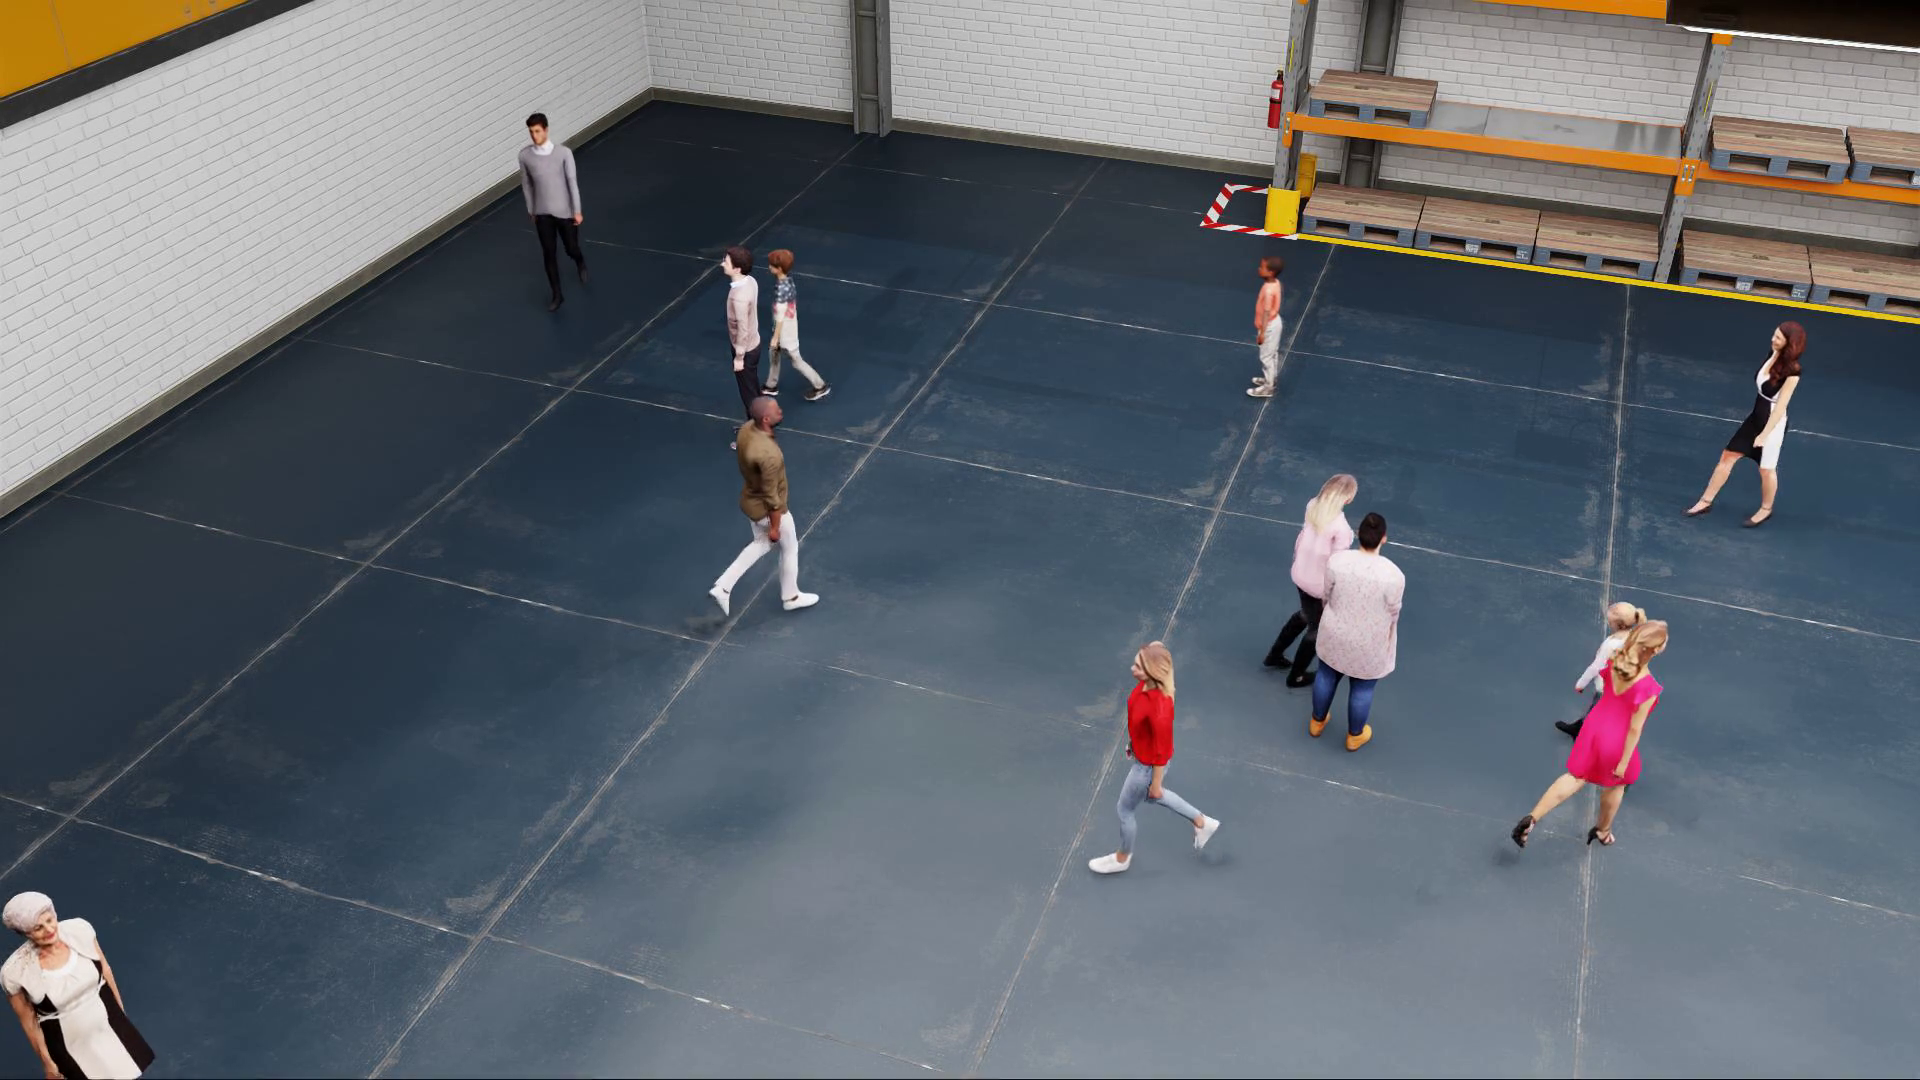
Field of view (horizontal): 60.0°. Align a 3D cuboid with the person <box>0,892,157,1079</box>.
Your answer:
[{"bbox_3d":[-4.284,2.321,8.018,0.798,1.745,0.727,24,40,31],"label":"person"}]

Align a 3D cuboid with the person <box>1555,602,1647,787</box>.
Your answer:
[{"bbox_3d":[4.160,0.977,10.494,0.806,1.242,0.955,-20,39,-27],"label":"person"}]

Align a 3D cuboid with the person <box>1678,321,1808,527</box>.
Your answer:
[{"bbox_3d":[6.265,-0.854,12.771,1.061,1.771,0.871,-2,34,-4],"label":"person"}]

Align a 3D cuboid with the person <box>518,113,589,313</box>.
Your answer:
[{"bbox_3d":[-3.935,-3.246,16.256,1.130,1.896,1.023,1,34,1],"label":"person"}]

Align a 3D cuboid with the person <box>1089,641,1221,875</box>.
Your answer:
[{"bbox_3d":[1.169,1.274,9.647,1.093,1.685,0.843,-1,34,-2],"label":"person"}]

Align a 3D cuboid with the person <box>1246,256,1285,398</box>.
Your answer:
[{"bbox_3d":[2.757,-1.908,14.778,0.465,1.305,0.475,11,35,16],"label":"person"}]

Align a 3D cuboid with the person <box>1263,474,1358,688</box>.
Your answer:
[{"bbox_3d":[2.343,0.289,11.150,0.840,1.662,0.781,-11,35,-16],"label":"person"}]

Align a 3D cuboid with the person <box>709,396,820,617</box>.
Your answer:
[{"bbox_3d":[-1.439,-0.198,11.766,1.133,1.791,1.108,-17,37,-24],"label":"person"}]

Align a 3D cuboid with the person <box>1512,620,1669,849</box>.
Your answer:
[{"bbox_3d":[3.729,1.190,9.762,1.047,1.697,0.950,-11,35,-16],"label":"person"}]

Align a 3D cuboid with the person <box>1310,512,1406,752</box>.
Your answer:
[{"bbox_3d":[2.526,0.576,10.646,0.641,1.741,0.803,20,38,27],"label":"person"}]

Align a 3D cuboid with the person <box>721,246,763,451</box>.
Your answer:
[{"bbox_3d":[-1.797,-1.607,13.869,0.668,1.809,0.694,0,34,0],"label":"person"}]

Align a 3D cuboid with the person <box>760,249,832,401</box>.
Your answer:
[{"bbox_3d":[-1.465,-1.856,14.602,1.012,1.413,0.749,0,34,0],"label":"person"}]
